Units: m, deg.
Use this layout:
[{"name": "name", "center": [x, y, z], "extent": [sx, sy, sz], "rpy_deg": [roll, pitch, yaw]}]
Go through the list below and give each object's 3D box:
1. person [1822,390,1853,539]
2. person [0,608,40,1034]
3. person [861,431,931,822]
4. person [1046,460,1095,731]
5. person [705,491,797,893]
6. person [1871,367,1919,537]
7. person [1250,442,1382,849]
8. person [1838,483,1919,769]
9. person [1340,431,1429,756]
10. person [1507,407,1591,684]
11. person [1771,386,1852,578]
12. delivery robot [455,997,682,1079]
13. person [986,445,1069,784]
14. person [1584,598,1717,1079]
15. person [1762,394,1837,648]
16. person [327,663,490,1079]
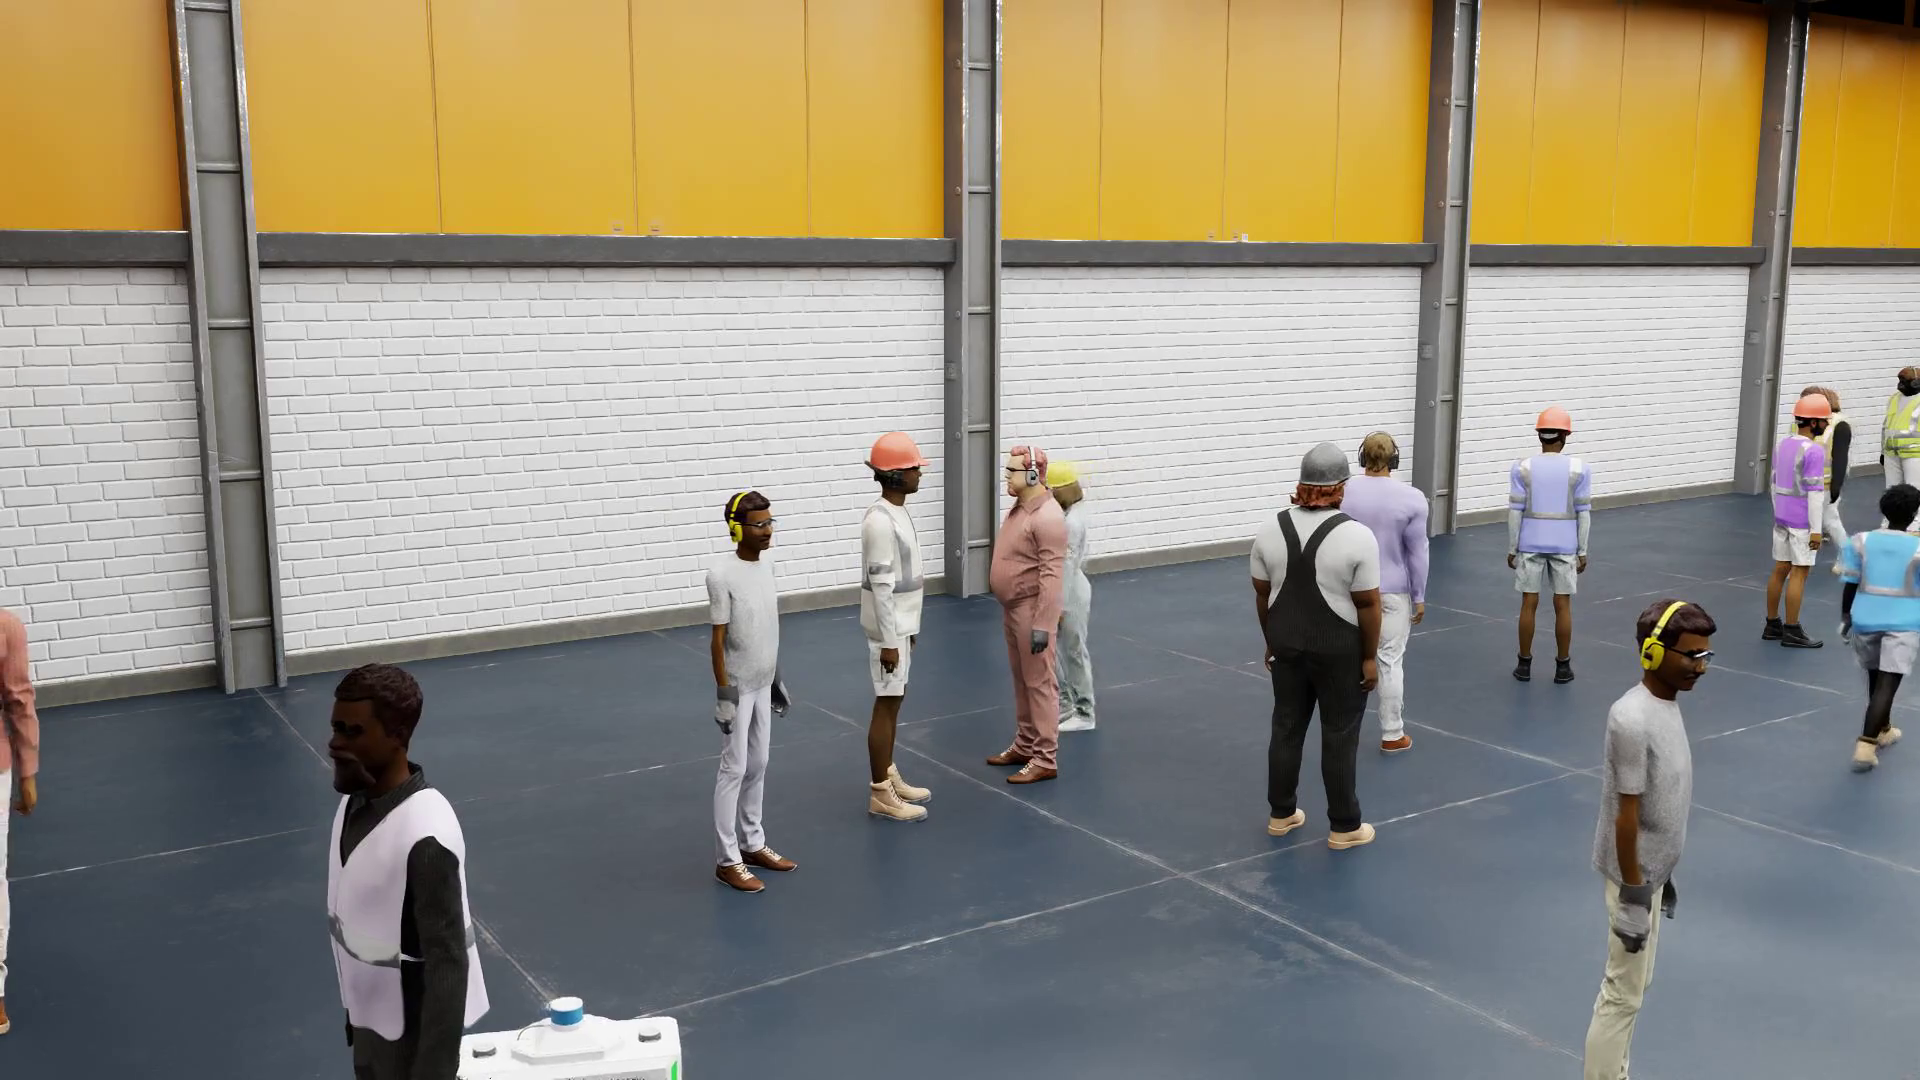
[{"name": "person", "center": [9.045, -0.769, 17.451], "extent": [0.517, 1.595, 0.795], "rpy_deg": [4, 10, 23]}, {"name": "person", "center": [-3.876, 0.879, 6.382], "extent": [0.631, 1.979, 0.671], "rpy_deg": [-6, 11, -31]}, {"name": "person", "center": [-0.337, 0.450, 8.779], "extent": [0.363, 2.048, 0.609], "rpy_deg": [1, 9, 5]}, {"name": "person", "center": [0.638, 0.354, 10.350], "extent": [0.482, 1.718, 0.500], "rpy_deg": [-2, 10, -13]}, {"name": "person", "center": [-0.980, 0.695, 7.831], "extent": [0.327, 1.874, 0.521], "rpy_deg": [5, 10, 26]}, {"name": "person", "center": [10.009, -0.912, 17.608], "extent": [0.429, 1.839, 0.634], "rpy_deg": [-3, 10, -20]}, {"name": "person", "center": [1.833, 0.518, 8.386], "extent": [0.682, 2.000, 0.537], "rpy_deg": [8, 12, 39]}, {"name": "person", "center": [5.443, 0.491, 9.726], "extent": [0.888, 1.649, 0.543], "rpy_deg": [-8, 13, -41]}, {"name": "person", "center": [2.470, 0.316, 9.910], "extent": [0.632, 1.940, 0.372], "rpy_deg": [5, 11, 28]}, {"name": "person", "center": [4.098, 0.040, 11.605], "extent": [0.542, 1.928, 0.374], "rpy_deg": [4, 10, 20]}, {"name": "person", "center": [7.999, -0.538, 15.479], "extent": [0.921, 1.806, 0.630], "rpy_deg": [-5, 11, -29]}, {"name": "delivery robot", "center": [-1.260, 1.715, 5.345], "extent": [0.707, 0.478, 0.477], "rpy_deg": [-2, 9, -13]}, {"name": "person", "center": [0.372, 0.414, 9.411], "extent": [0.407, 1.910, 0.640], "rpy_deg": [-3, 10, -15]}, {"name": "person", "center": [2.225, 1.105, 5.384], "extent": [0.327, 1.865, 0.518], "rpy_deg": [6, 11, 31]}, {"name": "person", "center": [6.435, -0.149, 12.714], "extent": [0.371, 1.935, 0.551], "rpy_deg": [-1, 9, -4]}, {"name": "person", "center": [-1.446, 1.253, 4.319], "extent": [0.386, 1.921, 0.596], "rpy_deg": [-7, 12, -38]}]
